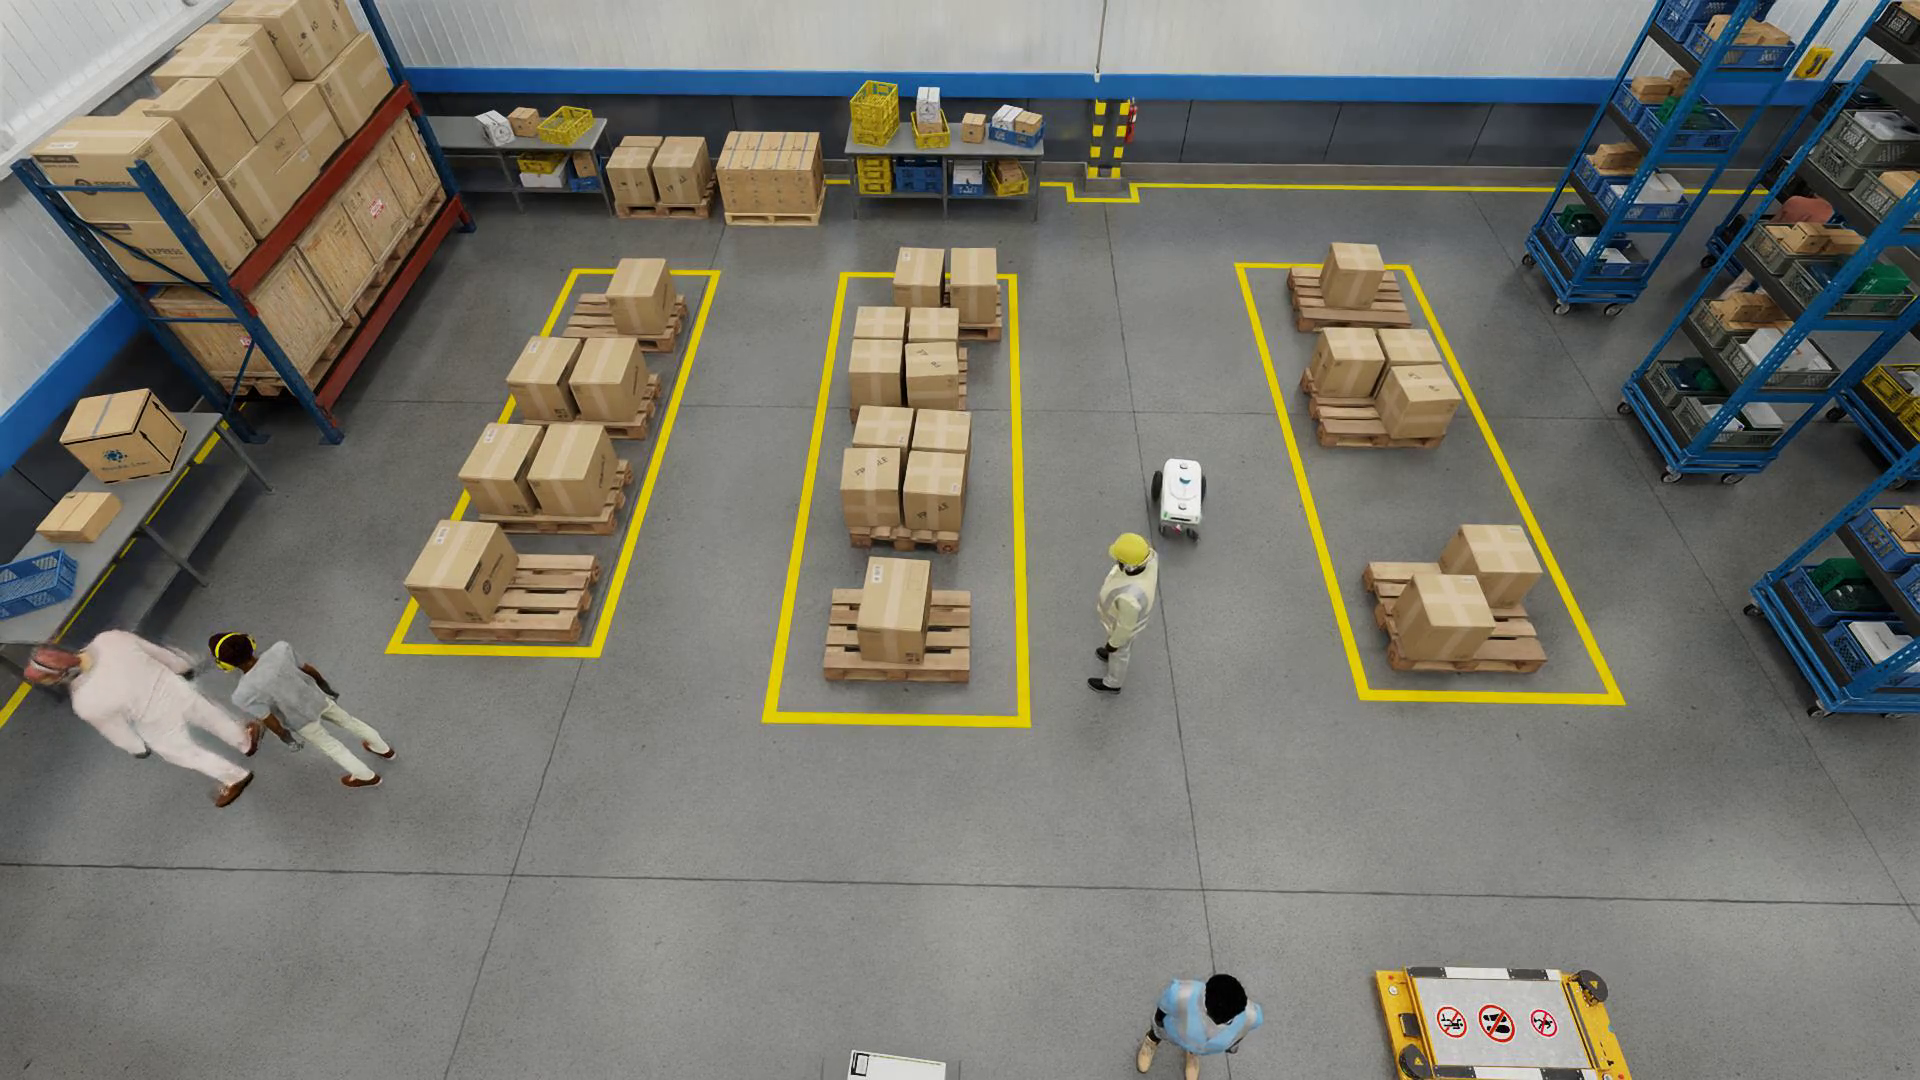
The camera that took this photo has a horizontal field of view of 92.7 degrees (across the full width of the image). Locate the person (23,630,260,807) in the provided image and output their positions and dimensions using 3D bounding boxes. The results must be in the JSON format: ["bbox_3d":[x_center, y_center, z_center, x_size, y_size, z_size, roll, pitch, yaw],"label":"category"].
[{"bbox_3d":[-5.693,1.170,6.495,0.396,1.873,0.753,-4,51,-3],"label":"person"}]

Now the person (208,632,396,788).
[{"bbox_3d":[-4.620,1.215,6.453,0.335,1.873,0.520,9,51,8],"label":"person"}]

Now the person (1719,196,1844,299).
[{"bbox_3d":[8.792,-3.007,9.828,0.412,1.979,0.630,-22,54,-17],"label":"person"}]

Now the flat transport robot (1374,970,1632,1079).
[{"bbox_3d":[3.501,3.133,5.914,1.431,0.197,0.652,1,51,1],"label":"flat transport robot"}]

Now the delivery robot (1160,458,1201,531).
[{"bbox_3d":[2.072,-0.434,8.581,0.477,0.478,0.707,8,51,6],"label":"delivery robot"}]

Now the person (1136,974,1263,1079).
[{"bbox_3d":[1.358,2.808,5.265,0.541,1.696,0.315,11,52,9],"label":"person"}]

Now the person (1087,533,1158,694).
[{"bbox_3d":[1.239,0.576,7.007,0.404,1.819,0.591,17,53,14],"label":"person"}]
